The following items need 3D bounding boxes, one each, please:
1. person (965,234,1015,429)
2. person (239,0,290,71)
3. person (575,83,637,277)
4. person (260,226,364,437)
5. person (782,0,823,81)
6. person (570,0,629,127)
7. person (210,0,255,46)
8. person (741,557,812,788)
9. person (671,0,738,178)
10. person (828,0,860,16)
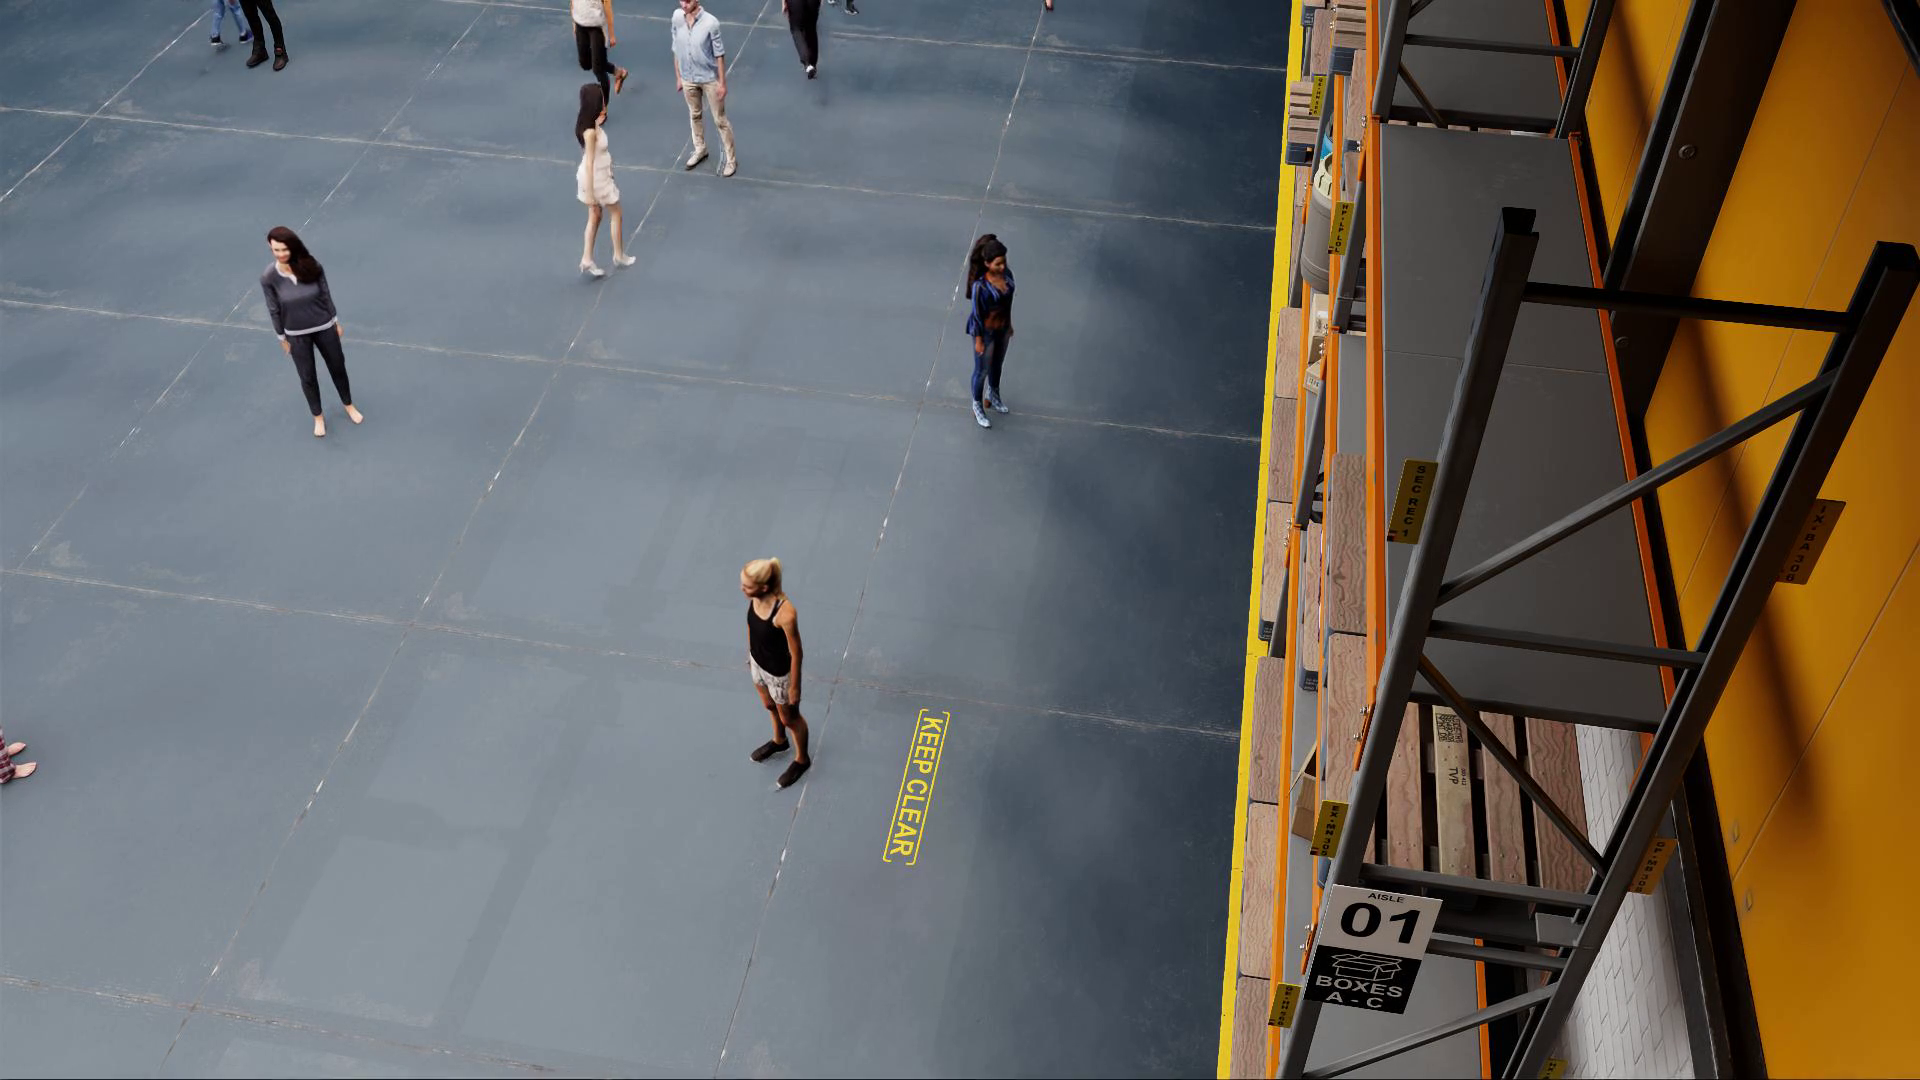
[{"bbox_3d":[0.234,-1.578,12.551,0.754,1.615,0.653,32,52,29],"label":"person"},{"bbox_3d":[-7.132,-5.618,16.673,0.645,1.779,0.613,11,45,12],"label":"person"},{"bbox_3d":[-3.122,-2.957,13.940,0.819,1.696,0.771,-4,44,-4],"label":"person"},{"bbox_3d":[-4.870,-1.583,12.444,0.680,1.770,0.729,-24,49,-23],"label":"person"},{"bbox_3d":[-1.529,-5.310,16.390,0.787,1.723,0.962,-9,44,-10],"label":"person"},{"bbox_3d":[-3.455,-4.914,15.908,0.801,1.814,0.999,22,48,21],"label":"person"},{"bbox_3d":[-7.641,-5.656,17.105,0.632,1.237,0.784,17,46,17],"label":"person"},{"bbox_3d":[-1.098,0.750,9.941,0.722,1.845,0.686,-30,51,-28],"label":"person"},{"bbox_3d":[-2.352,-4.233,15.175,0.719,1.840,0.629,14,45,14],"label":"person"},{"bbox_3d":[-1.341,-6.469,17.688,0.854,1.610,1.053,-10,45,-10],"label":"person"}]
